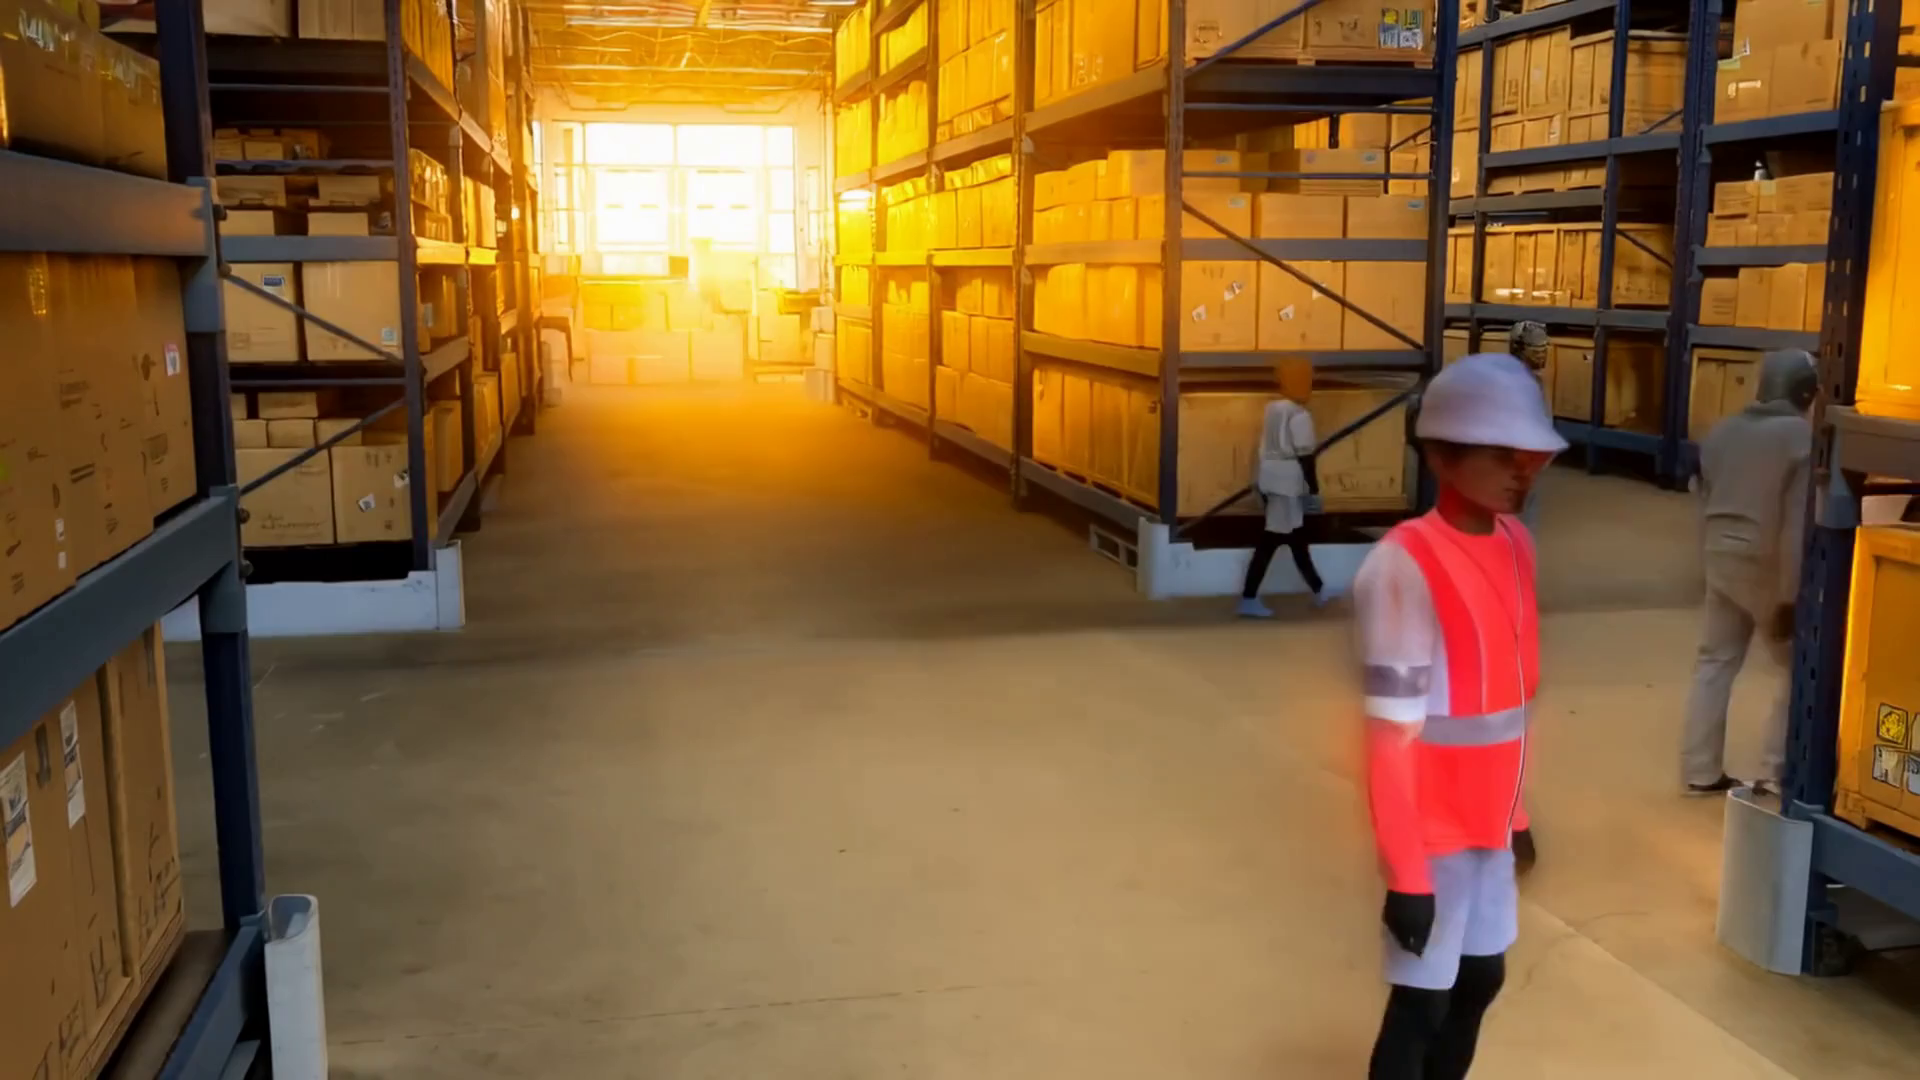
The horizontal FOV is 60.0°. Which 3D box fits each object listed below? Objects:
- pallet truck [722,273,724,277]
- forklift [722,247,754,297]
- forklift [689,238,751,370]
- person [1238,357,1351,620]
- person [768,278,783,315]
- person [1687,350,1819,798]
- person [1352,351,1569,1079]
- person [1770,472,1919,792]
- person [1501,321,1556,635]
[{"bbox_3d":[-8.580,-8.986,62.280,1.885,1.965,0.823,1,9,5],"label":"pallet truck"},{"bbox_3d":[-6.924,-7.739,51.995,1.129,2.768,1.873,-7,12,-38],"label":"forklift"},{"bbox_3d":[-5.501,-5.053,35.623,1.873,2.768,1.129,-2,10,-12],"label":"forklift"},{"bbox_3d":[2.139,-0.323,10.508,0.875,1.646,0.544,-2,10,-13],"label":"person"},{"bbox_3d":[-5.363,-6.583,47.895,0.551,1.916,0.747,-6,11,-31],"label":"person"},{"bbox_3d":[3.357,0.159,6.887,0.657,1.876,0.674,-3,10,-20],"label":"person"},{"bbox_3d":[1.097,0.610,3.660,0.382,2.043,0.611,8,13,42],"label":"person"},{"bbox_3d":[3.307,0.285,6.305,0.841,1.809,0.581,-2,9,-10],"label":"person"},{"bbox_3d":[3.312,-0.339,9.852,0.400,1.907,0.644,7,11,35],"label":"person"}]
